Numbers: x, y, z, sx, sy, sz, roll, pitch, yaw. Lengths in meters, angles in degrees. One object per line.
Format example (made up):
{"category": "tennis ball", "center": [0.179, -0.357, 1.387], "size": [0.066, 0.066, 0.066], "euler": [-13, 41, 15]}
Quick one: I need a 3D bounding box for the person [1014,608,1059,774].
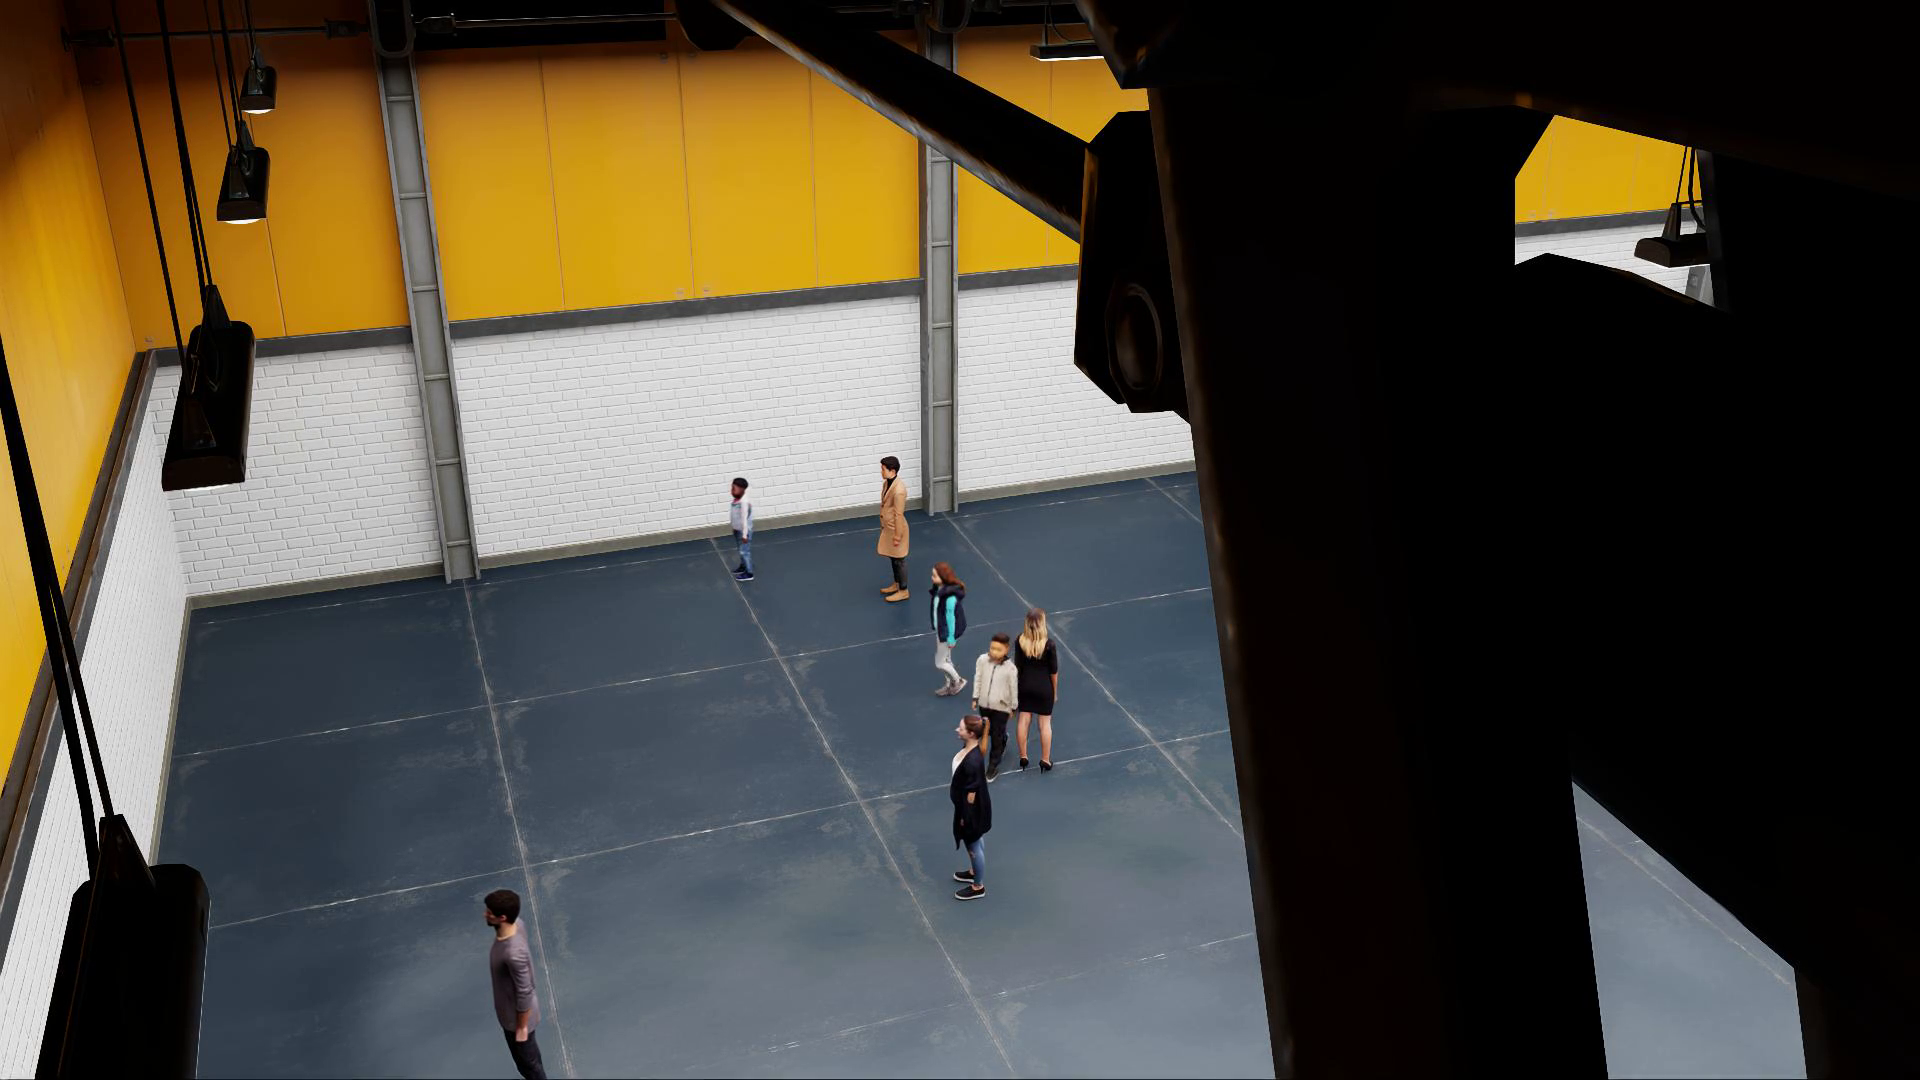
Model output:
{"category": "person", "center": [0.698, 1.390, 15.414], "size": [0.587, 1.677, 0.670], "euler": [8, 25, 17]}

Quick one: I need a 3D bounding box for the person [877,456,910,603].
{"category": "person", "center": [-0.728, -0.142, 18.863], "size": [0.618, 1.721, 0.634], "euler": [-10, 25, -21]}

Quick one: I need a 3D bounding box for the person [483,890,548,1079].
{"category": "person", "center": [-2.971, 3.135, 11.202], "size": [0.514, 1.853, 0.660], "euler": [-8, 25, -19]}

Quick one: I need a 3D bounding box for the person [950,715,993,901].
{"category": "person", "center": [0.102, 2.168, 13.628], "size": [0.685, 1.683, 0.703], "euler": [1, 24, 1]}

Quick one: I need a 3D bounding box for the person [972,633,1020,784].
{"category": "person", "center": [0.350, 1.497, 15.470], "size": [0.879, 1.436, 0.966], "euler": [14, 27, 29]}

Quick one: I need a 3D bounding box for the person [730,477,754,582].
{"category": "person", "center": [-2.544, -0.152, 19.466], "size": [0.488, 1.257, 0.475], "euler": [-7, 25, -16]}

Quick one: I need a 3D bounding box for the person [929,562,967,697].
{"category": "person", "center": [-0.073, 0.908, 16.754], "size": [0.571, 1.487, 0.580], "euler": [-8, 25, -17]}
